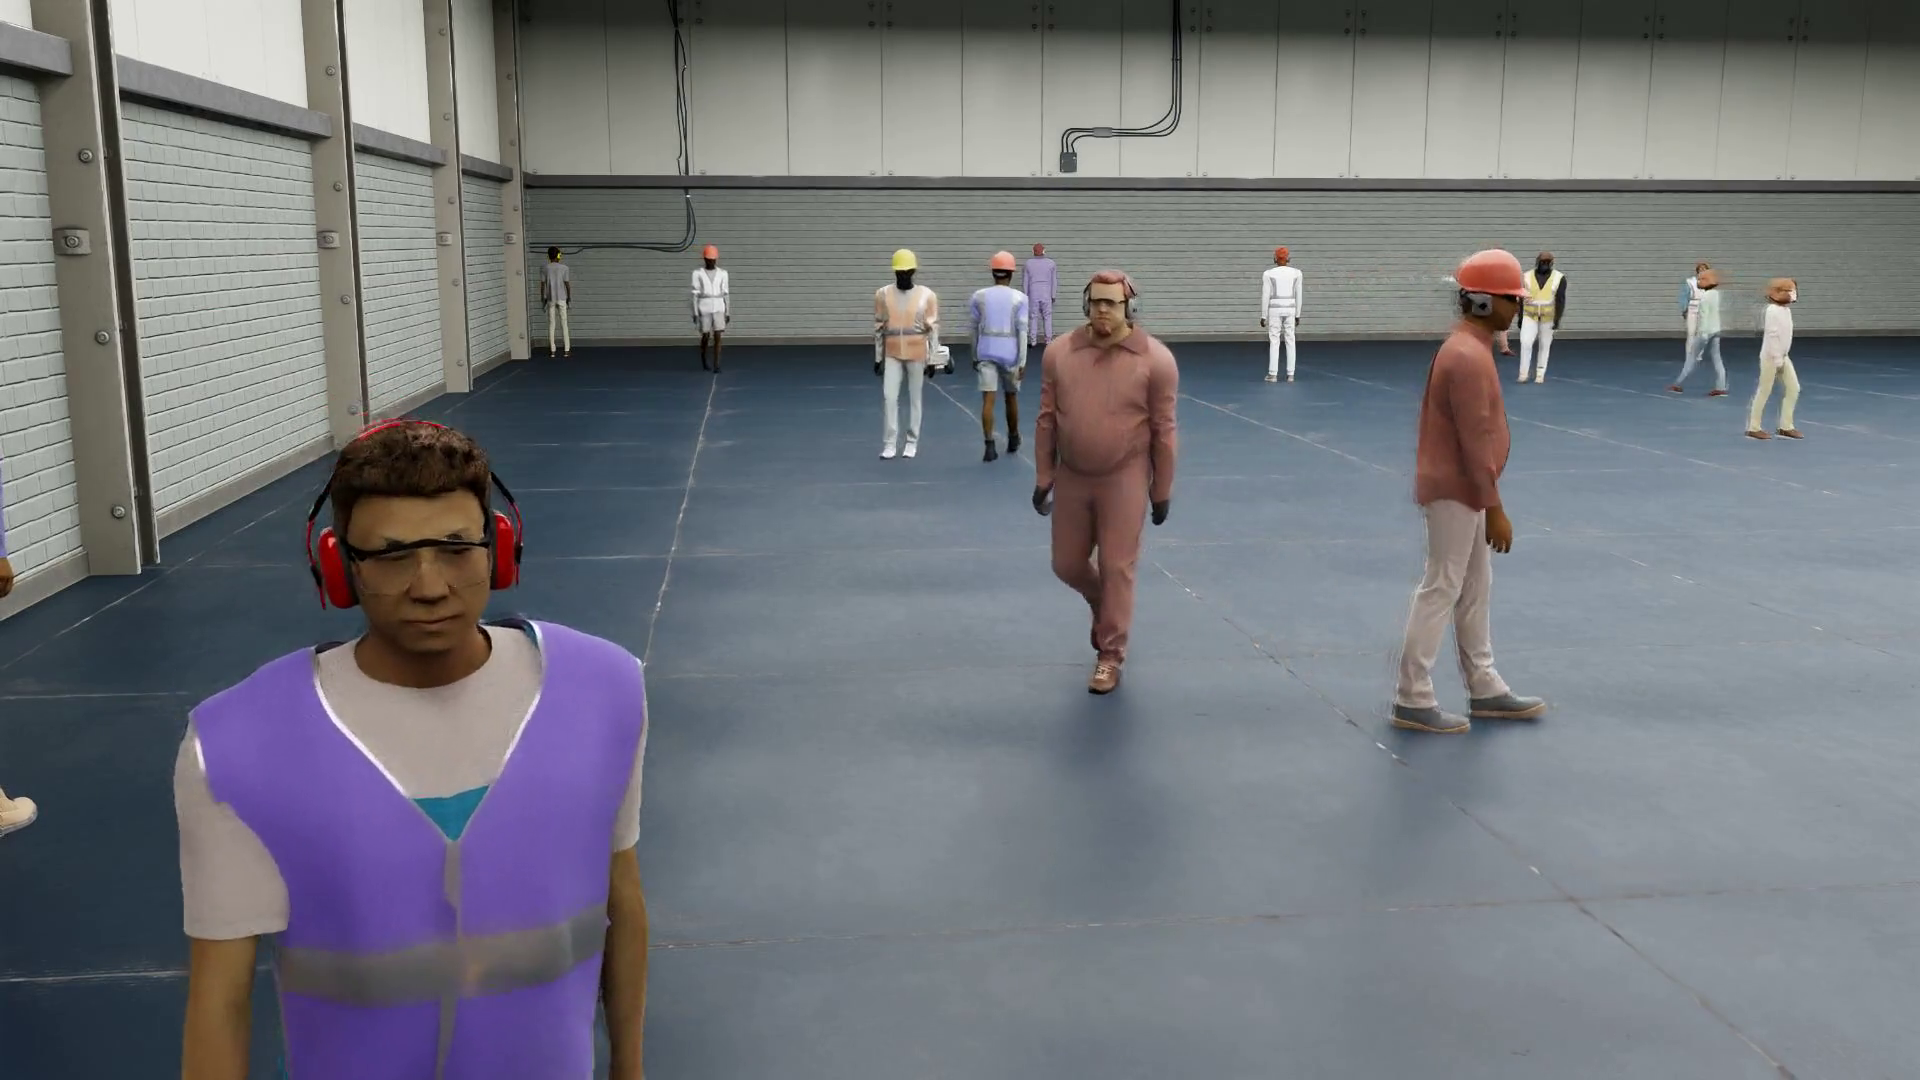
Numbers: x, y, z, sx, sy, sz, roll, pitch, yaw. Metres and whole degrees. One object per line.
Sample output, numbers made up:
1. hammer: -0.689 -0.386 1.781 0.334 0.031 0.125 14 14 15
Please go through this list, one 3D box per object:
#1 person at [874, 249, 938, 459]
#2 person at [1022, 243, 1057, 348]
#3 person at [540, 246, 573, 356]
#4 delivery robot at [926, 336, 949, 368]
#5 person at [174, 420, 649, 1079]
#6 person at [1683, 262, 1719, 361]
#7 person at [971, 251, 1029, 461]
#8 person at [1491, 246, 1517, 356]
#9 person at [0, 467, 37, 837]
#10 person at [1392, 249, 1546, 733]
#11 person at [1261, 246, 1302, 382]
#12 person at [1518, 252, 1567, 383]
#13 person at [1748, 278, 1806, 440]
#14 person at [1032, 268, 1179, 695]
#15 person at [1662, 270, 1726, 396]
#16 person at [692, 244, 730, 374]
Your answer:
1. person: -0.519 -1.662 15.053 0.621 1.897 0.804 2 11 11
2. person: 1.447 -4.464 30.434 0.637 1.901 0.403 -1 10 -6
3. person: -6.848 -4.038 28.211 0.518 1.861 0.330 -1 10 -6
4. delivery robot: -0.448 -2.775 24.605 0.477 0.478 0.707 -5 12 -26
5. person: -0.623 0.759 2.052 0.586 1.801 0.908 -5 12 -26
6. person: 12.070 -3.716 27.105 0.534 1.612 0.672 4 11 20
7. person: 0.372 -1.701 15.320 0.548 1.882 0.992 1 10 7
8. person: 9.080 -4.097 28.527 0.658 1.872 0.936 -10 14 -42
9. person: -3.459 0.016 5.508 0.605 2.033 0.399 -1 10 -6
10. person: 2.107 -0.185 6.800 0.518 1.993 0.622 3 11 17
11. person: 4.503 -3.159 23.315 0.573 1.886 0.356 -1 10 -6
12. person: 7.995 -3.042 22.923 0.624 1.803 0.863 4 11 21
13. person: 8.162 -1.772 16.467 0.507 1.613 0.633 -9 14 -40
14. person: 0.676 -0.287 7.562 0.647 1.885 0.650 5 11 25
15. person: 9.471 -2.645 21.294 0.510 1.597 0.823 -9 14 -41
16. person: -3.718 -3.438 24.792 0.550 1.921 0.577 -3 11 -18
